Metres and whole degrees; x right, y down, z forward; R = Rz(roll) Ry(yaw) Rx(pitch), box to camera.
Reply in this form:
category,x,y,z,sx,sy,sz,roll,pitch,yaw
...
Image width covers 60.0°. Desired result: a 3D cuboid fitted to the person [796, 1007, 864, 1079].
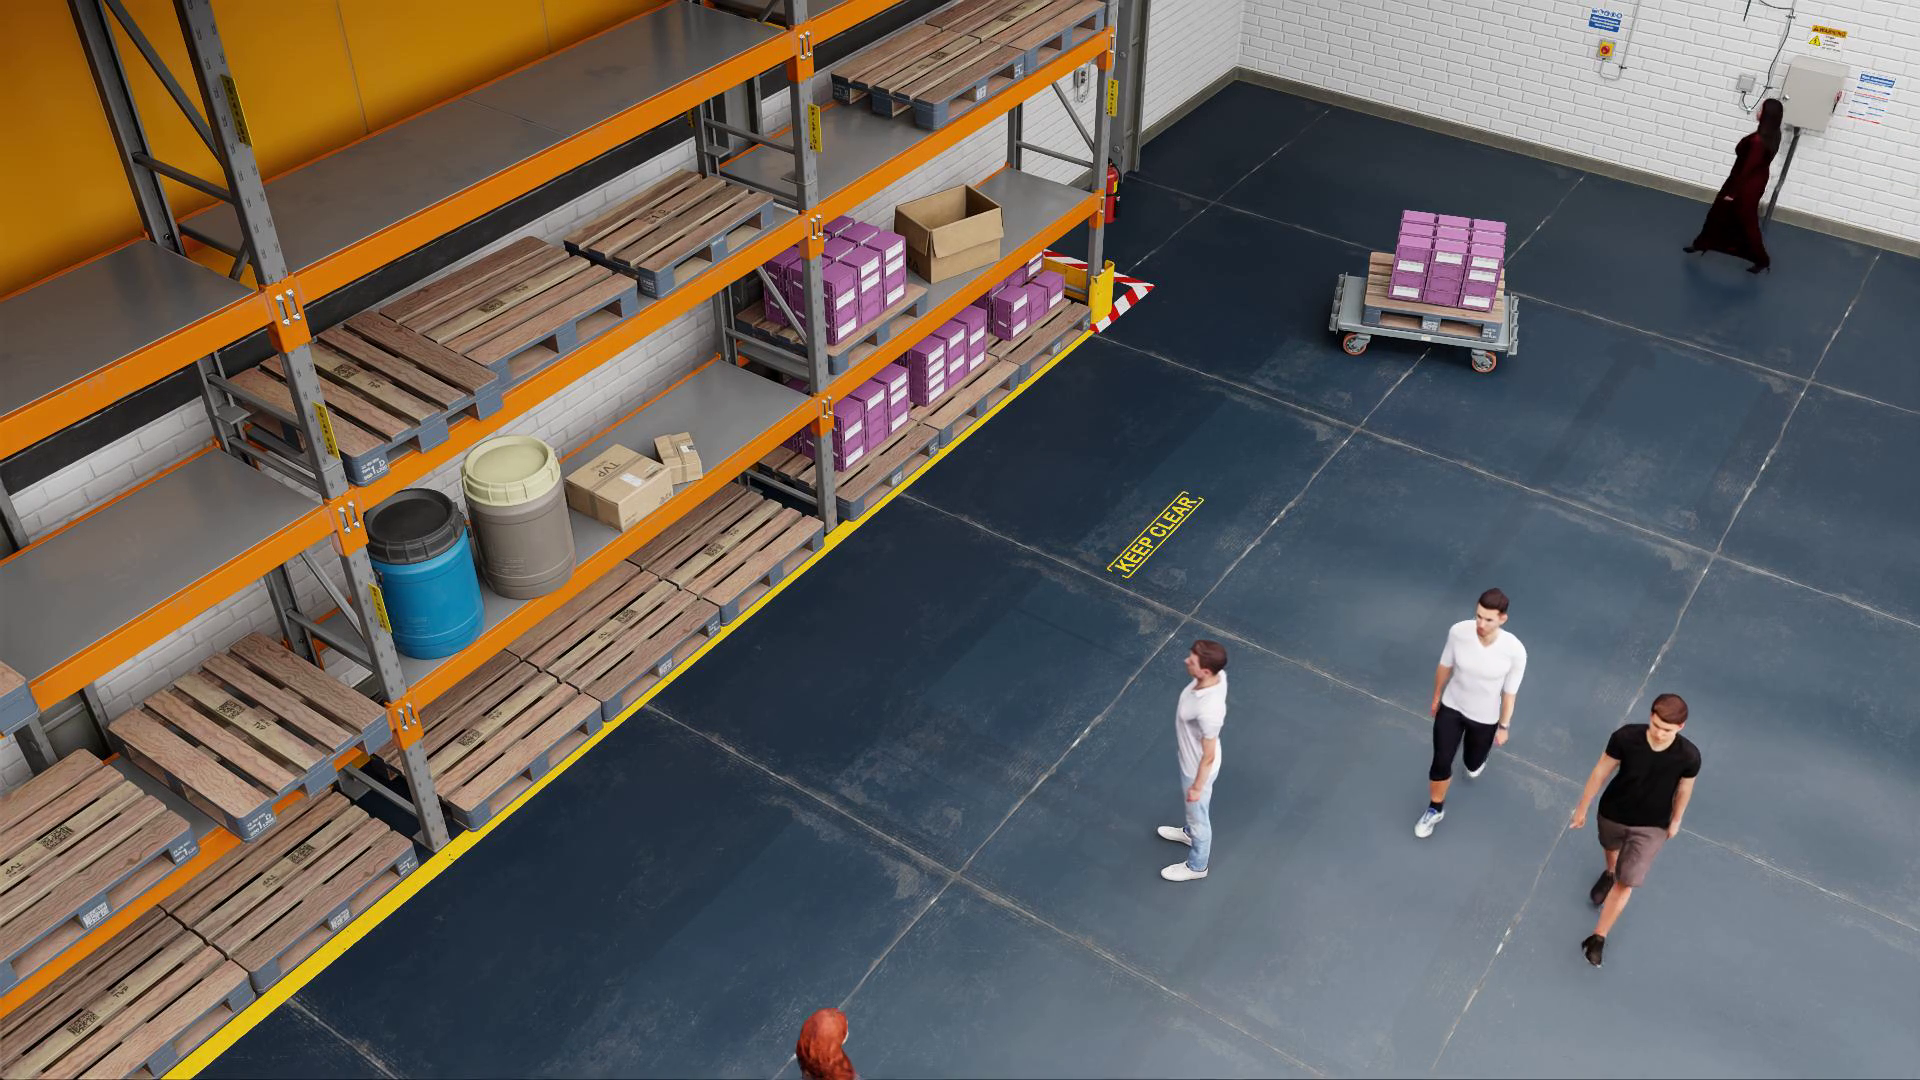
category,x,y,z,sx,sy,sz,roll,pitch,yaw
person,-0.665,2.908,8.033,0.627,1.765,0.645,26,46,29

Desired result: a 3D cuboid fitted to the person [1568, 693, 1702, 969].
category,x,y,z,sx,sy,sz,roll,pitch,yaw
person,3.958,1.542,9.703,0.713,1.817,1.145,22,44,25

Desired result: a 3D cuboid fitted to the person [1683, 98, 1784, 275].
category,x,y,z,sx,sy,sz,roll,pitch,yaw
person,7.610,-3.334,15.886,0.752,1.720,0.998,22,44,25

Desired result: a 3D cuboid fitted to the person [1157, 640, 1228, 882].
category,x,y,z,sx,sy,sz,roll,pitch,yaw
person,1.441,1.311,9.965,0.792,1.850,0.658,5,39,6

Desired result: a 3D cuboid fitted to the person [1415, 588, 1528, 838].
category,x,y,z,sx,sy,sz,roll,pitch,yaw
person,3.211,1.019,10.350,0.677,1.826,1.035,24,44,27
